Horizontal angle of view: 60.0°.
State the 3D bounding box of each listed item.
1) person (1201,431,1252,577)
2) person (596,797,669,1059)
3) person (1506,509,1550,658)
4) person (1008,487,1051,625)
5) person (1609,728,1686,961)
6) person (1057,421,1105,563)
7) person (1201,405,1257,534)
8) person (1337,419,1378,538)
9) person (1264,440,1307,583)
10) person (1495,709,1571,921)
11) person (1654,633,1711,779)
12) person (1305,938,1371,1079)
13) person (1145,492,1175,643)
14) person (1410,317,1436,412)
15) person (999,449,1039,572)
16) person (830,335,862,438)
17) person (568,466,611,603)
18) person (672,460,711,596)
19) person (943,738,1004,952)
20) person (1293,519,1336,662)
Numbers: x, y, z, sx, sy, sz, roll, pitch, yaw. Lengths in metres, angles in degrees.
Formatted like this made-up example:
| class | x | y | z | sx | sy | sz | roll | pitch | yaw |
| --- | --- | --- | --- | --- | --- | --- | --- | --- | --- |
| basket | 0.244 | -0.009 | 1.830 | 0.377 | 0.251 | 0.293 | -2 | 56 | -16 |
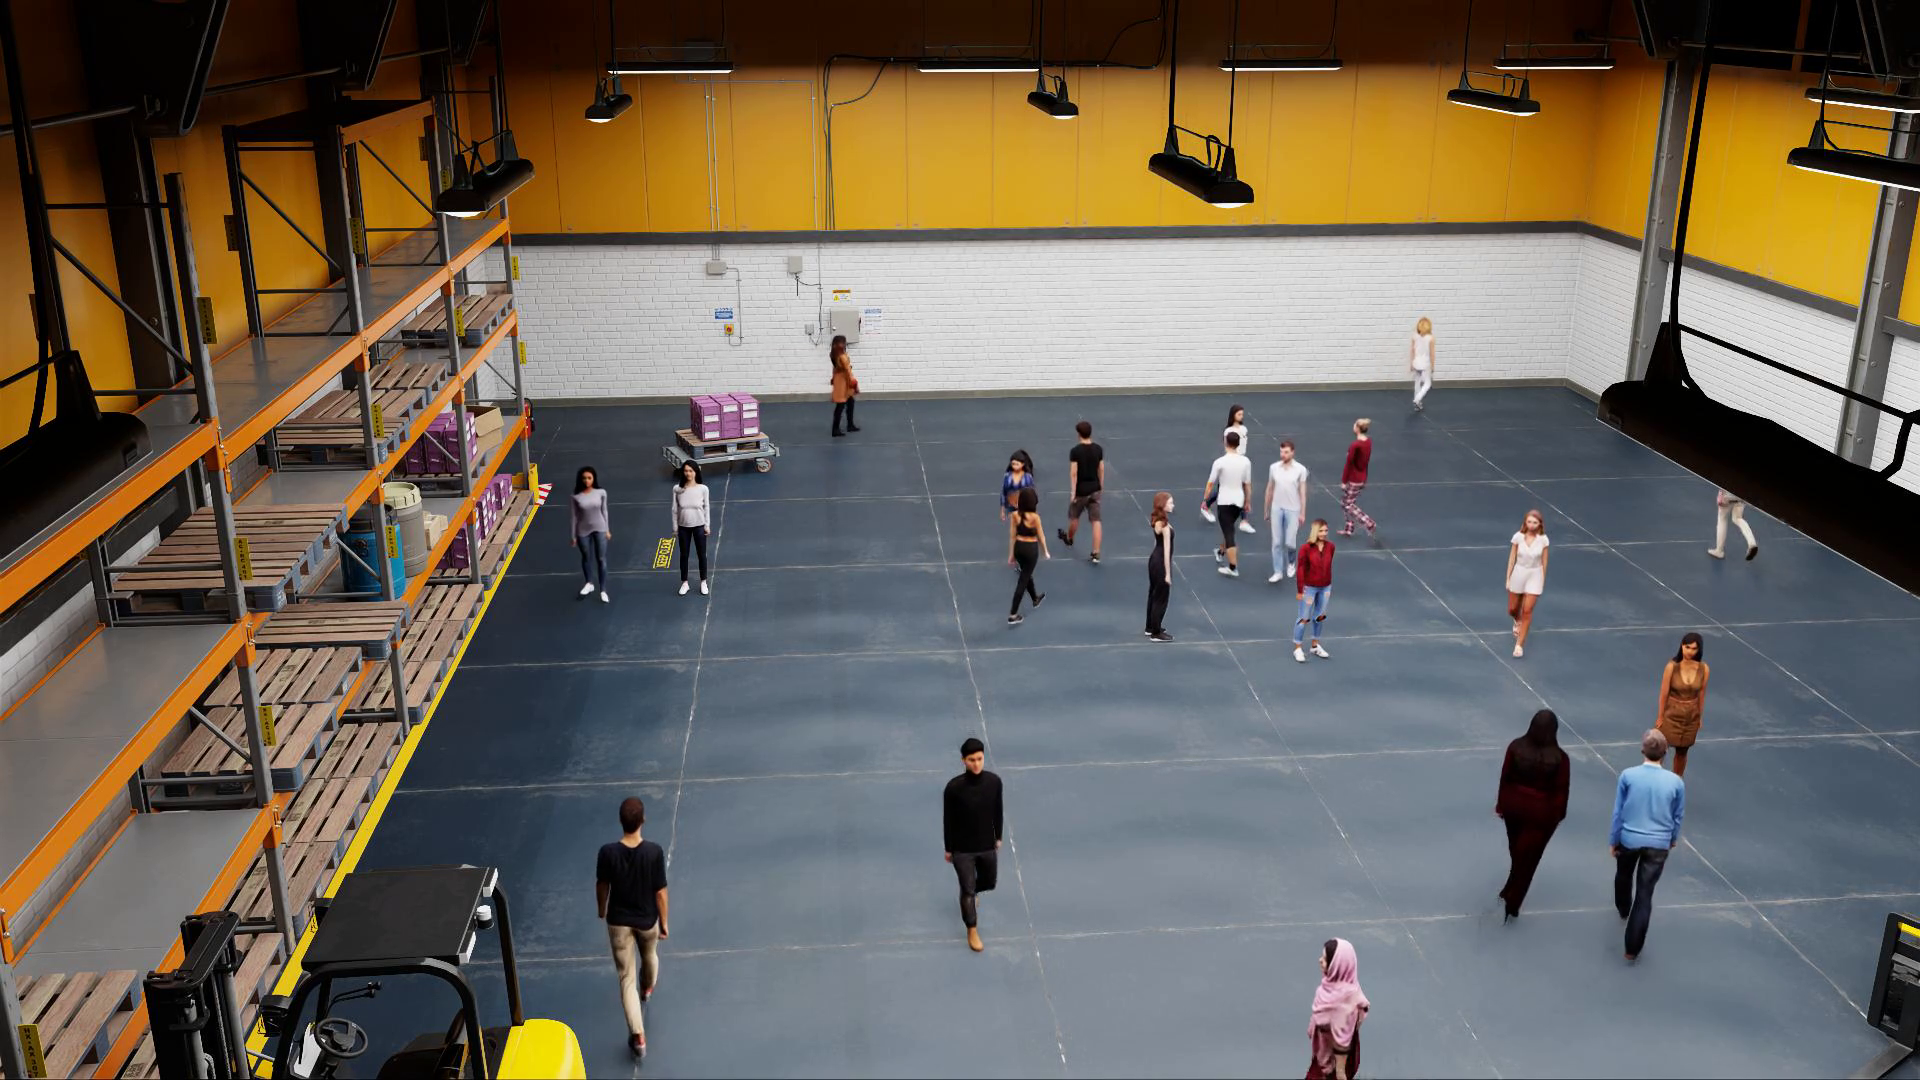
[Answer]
| class | x | y | z | sx | sy | sz | roll | pitch | yaw |
| --- | --- | --- | --- | --- | --- | --- | --- | --- | --- |
| person | 3.471 | -0.429 | 21.065 | 0.874 | 1.817 | 1.137 | -7 | 20 | -21 |
| person | -2.287 | 2.748 | 11.663 | 0.817 | 1.797 | 1.235 | -6 | 19 | -17 |
| person | 6.376 | 0.443 | 18.688 | 0.825 | 1.681 | 0.984 | 8 | 20 | 22 |
| person | 0.733 | 0.216 | 19.487 | 0.987 | 1.601 | 1.099 | 13 | 22 | 33 |
| person | 5.274 | 2.366 | 12.832 | 1.046 | 1.775 | 1.243 | 9 | 21 | 26 |
| person | 1.676 | -0.586 | 21.550 | 0.955 | 1.806 | 1.287 | -7 | 20 | -20 |
| person | 3.658 | -0.986 | 22.851 | 0.986 | 1.733 | 1.215 | -13 | 23 | -34 |
| person | 5.376 | -0.793 | 22.362 | 0.967 | 1.679 | 0.899 | 17 | 25 | 41 |
| person | 4.111 | -0.369 | 20.858 | 0.825 | 1.837 | 0.872 | 10 | 21 | 27 |
| person | 4.531 | 2.239 | 13.325 | 1.133 | 1.701 | 1.217 | 14 | 23 | 35 |
| person | 6.559 | 1.624 | 15.175 | 0.578 | 1.686 | 0.540 | 1 | 19 | 2 |
| person | 2.445 | 3.233 | 10.488 | 0.795 | 1.627 | 0.698 | 3 | 19 | 10 |
| person | 2.281 | 0.294 | 19.036 | 0.636 | 1.743 | 0.457 | -2 | 19 | -7 |
| person | 8.055 | -3.057 | 29.114 | 0.809 | 1.661 | 0.869 | 15 | 24 | 38 |
| person | 0.770 | -0.384 | 21.255 | 0.735 | 1.611 | 0.750 | 6 | 20 | 18 |
| person | -2.024 | -2.521 | 27.446 | 0.863 | 1.708 | 0.807 | -7 | 20 | -19 |
| person | -4.503 | -0.102 | 20.275 | 0.733 | 1.701 | 0.972 | -4 | 19 | -10 |
| person | -3.296 | -0.167 | 20.472 | 0.608 | 1.700 | 0.539 | -1 | 19 | -4 |
| person | 0.090 | 2.333 | 13.037 | 0.757 | 1.707 | 0.938 | -5 | 19 | -16 |
| person | 3.947 | 0.536 | 18.487 | 0.657 | 1.634 | 0.606 | -7 | 20 | -21 |
